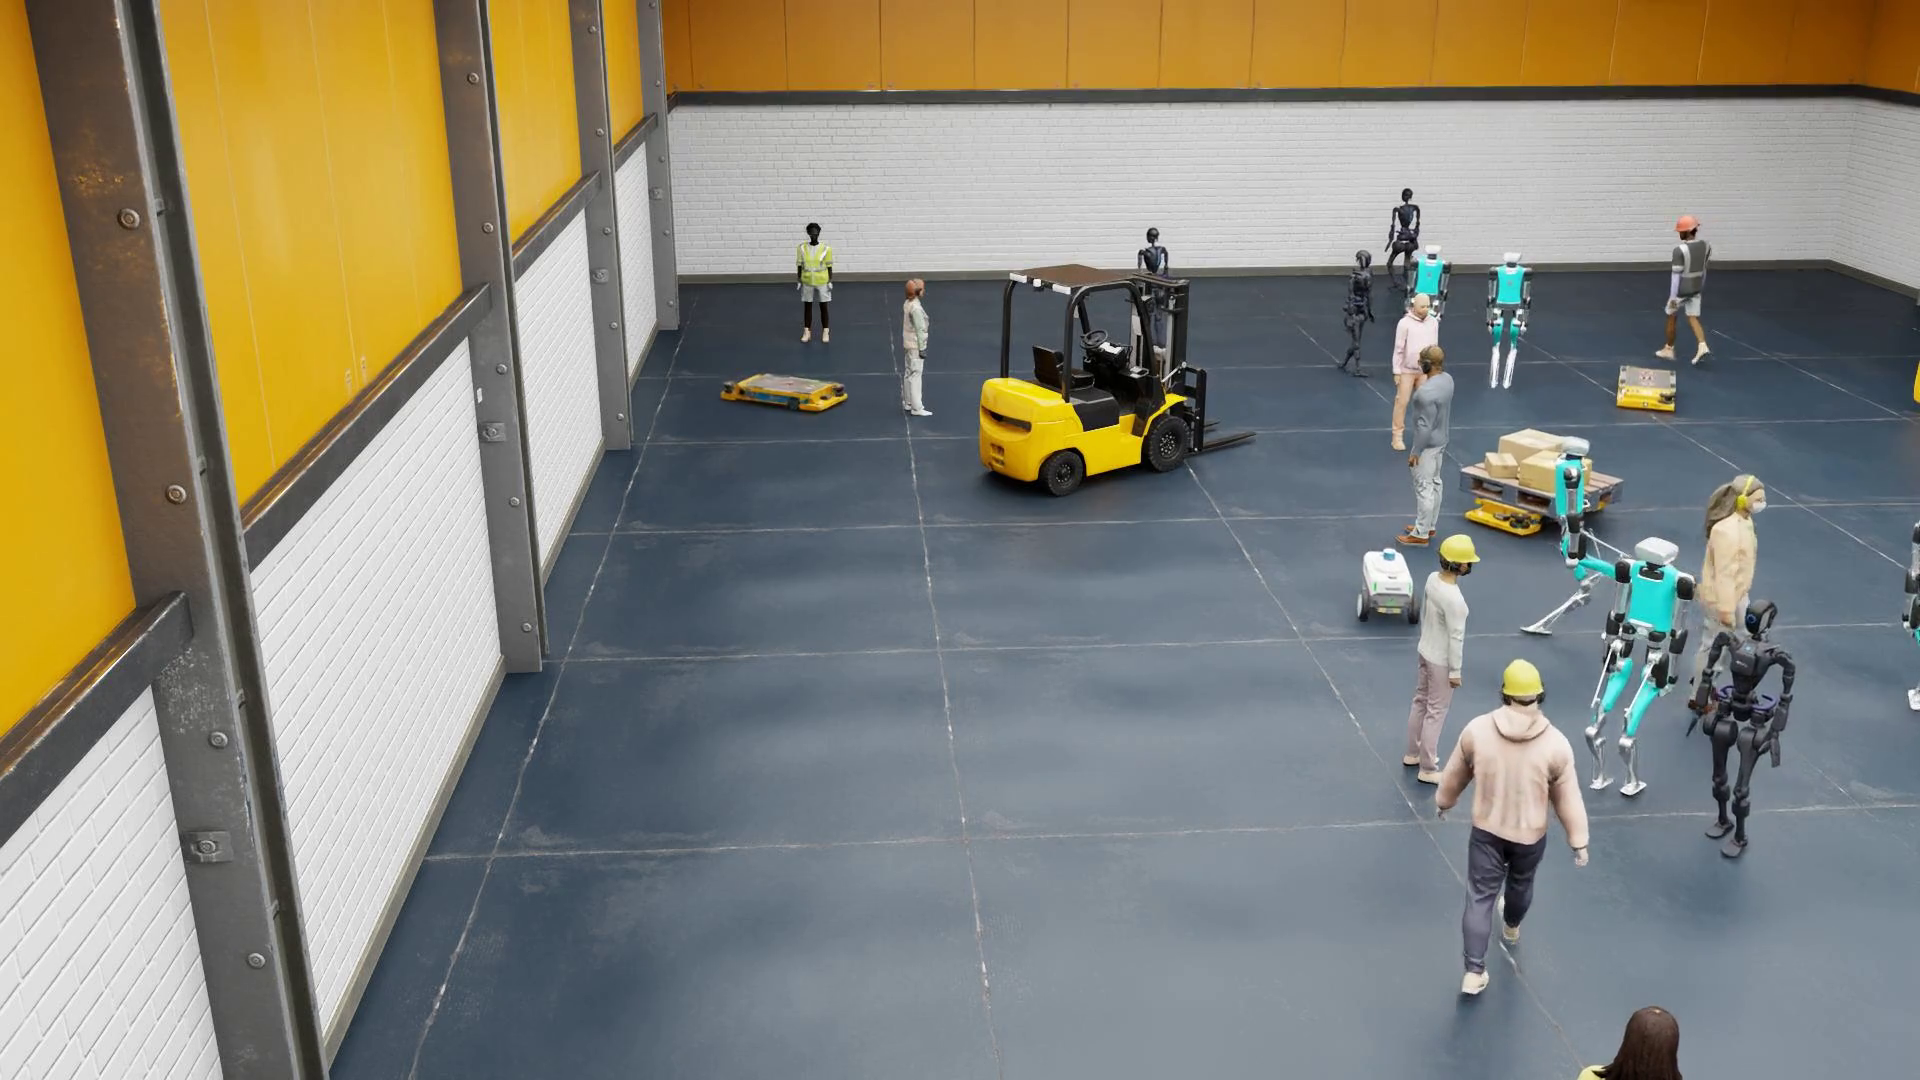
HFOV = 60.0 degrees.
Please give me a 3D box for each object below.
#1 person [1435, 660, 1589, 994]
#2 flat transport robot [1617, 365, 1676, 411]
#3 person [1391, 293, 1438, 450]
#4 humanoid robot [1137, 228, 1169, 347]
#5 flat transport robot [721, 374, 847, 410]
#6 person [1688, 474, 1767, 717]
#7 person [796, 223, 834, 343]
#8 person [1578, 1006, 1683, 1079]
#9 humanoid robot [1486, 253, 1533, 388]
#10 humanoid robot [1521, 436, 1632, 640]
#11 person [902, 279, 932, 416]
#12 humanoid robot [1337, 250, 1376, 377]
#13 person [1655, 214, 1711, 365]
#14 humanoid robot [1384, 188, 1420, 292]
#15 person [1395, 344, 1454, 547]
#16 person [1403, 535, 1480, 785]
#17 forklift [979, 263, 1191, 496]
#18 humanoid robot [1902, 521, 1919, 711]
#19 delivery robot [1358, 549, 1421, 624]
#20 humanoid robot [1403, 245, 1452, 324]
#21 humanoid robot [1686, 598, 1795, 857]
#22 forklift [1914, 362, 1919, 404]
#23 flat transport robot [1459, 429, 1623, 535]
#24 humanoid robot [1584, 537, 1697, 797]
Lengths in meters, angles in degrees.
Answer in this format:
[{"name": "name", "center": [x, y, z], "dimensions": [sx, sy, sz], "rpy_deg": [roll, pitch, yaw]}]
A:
[{"name": "person", "center": [3.033, 1.557, 9.145], "dimensions": [0.849, 1.804, 0.992], "rpy_deg": [8, 22, 21]}, {"name": "flat transport robot", "center": [8.589, -1.902, 20.809], "dimensions": [0.659, 0.231, 1.431], "rpy_deg": [8, 22, 20]}, {"name": "person", "center": [5.070, -1.890, 18.593], "dimensions": [0.536, 1.776, 0.412], "rpy_deg": [-4, 21, -12]}, {"name": "humanoid robot", "center": [2.659, -3.538, 23.235], "dimensions": [0.608, 1.639, 0.567], "rpy_deg": [-13, 24, -31]}, {"name": "flat transport robot", "center": [-2.185, -1.830, 20.614], "dimensions": [1.431, 0.231, 0.659], "rpy_deg": [9, 22, 23]}, {"name": "person", "center": [5.628, 0.415, 12.182], "dimensions": [0.483, 1.862, 0.570], "rpy_deg": [16, 26, 37]}, {"name": "person", "center": [-2.044, -3.622, 23.425], "dimensions": [0.538, 1.694, 0.317], "rpy_deg": [2, 20, 6]}, {"name": "person", "center": [2.553, 2.588, 6.405], "dimensions": [0.469, 1.765, 0.366], "rpy_deg": [12, 23, 30]}, {"name": "humanoid robot", "center": [6.932, -2.783, 21.089], "dimensions": [0.548, 1.799, 0.659], "rpy_deg": [6, 21, 17]}, {"name": "humanoid robot", "center": [5.180, 0.042, 13.466], "dimensions": [1.030, 1.771, 0.530], "rpy_deg": [4, 21, 11]}, {"name": "person", "center": [-0.535, -2.307, 19.921], "dimensions": [0.306, 1.637, 0.513], "rpy_deg": [-6, 21, -17]}, {"name": "humanoid robot", "center": [5.228, -2.969, 21.725], "dimensions": [0.587, 1.642, 0.598], "rpy_deg": [17, 26, 38]}, {"name": "person", "center": [9.744, -3.318, 22.164], "dimensions": [0.633, 2.003, 0.928], "rpy_deg": [-6, 21, -17]}, {"name": "humanoid robot", "center": [7.115, -4.818, 26.705], "dimensions": [0.604, 1.647, 0.424], "rpy_deg": [-8, 22, -21]}, {"name": "person", "center": [4.386, -0.885, 15.627], "dimensions": [0.370, 1.934, 0.627], "rpy_deg": [13, 24, 31]}, {"name": "person", "center": [3.282, 0.796, 11.285], "dimensions": [0.326, 1.766, 0.532], "rpy_deg": [-2, 20, -5]}, {"name": "forklift", "center": [1.315, -1.764, 17.646], "dimensions": [2.313, 2.155, 1.214], "rpy_deg": [-14, 24, -33]}, {"name": "humanoid robot", "center": [7.022, 0.618, 11.865], "dimensions": [0.548, 1.754, 1.037], "rpy_deg": [8, 22, 21]}, {"name": "delivery robot", "center": [3.645, 0.369, 14.193], "dimensions": [0.499, 0.585, 0.785], "rpy_deg": [2, 20, 6]}, {"name": "humanoid robot", "center": [6.048, -2.987, 21.685], "dimensions": [0.540, 1.811, 0.709], "rpy_deg": [5, 21, 12]}, {"name": "humanoid robot", "center": [4.887, 1.151, 10.443], "dimensions": [0.457, 1.648, 0.599], "rpy_deg": [-17, 26, -38]}, {"name": "forklift", "center": [12.602, -2.435, 19.475], "dimensions": [2.313, 2.155, 1.214], "rpy_deg": [-1, 20, -4]}, {"name": "flat transport robot", "center": [5.753, -0.346, 16.569], "dimensions": [1.431, 0.231, 0.659], "rpy_deg": [-15, 25, -35]}, {"name": "humanoid robot", "center": [4.434, 0.892, 11.047], "dimensions": [0.667, 1.783, 0.532], "rpy_deg": [-18, 27, -40]}]
